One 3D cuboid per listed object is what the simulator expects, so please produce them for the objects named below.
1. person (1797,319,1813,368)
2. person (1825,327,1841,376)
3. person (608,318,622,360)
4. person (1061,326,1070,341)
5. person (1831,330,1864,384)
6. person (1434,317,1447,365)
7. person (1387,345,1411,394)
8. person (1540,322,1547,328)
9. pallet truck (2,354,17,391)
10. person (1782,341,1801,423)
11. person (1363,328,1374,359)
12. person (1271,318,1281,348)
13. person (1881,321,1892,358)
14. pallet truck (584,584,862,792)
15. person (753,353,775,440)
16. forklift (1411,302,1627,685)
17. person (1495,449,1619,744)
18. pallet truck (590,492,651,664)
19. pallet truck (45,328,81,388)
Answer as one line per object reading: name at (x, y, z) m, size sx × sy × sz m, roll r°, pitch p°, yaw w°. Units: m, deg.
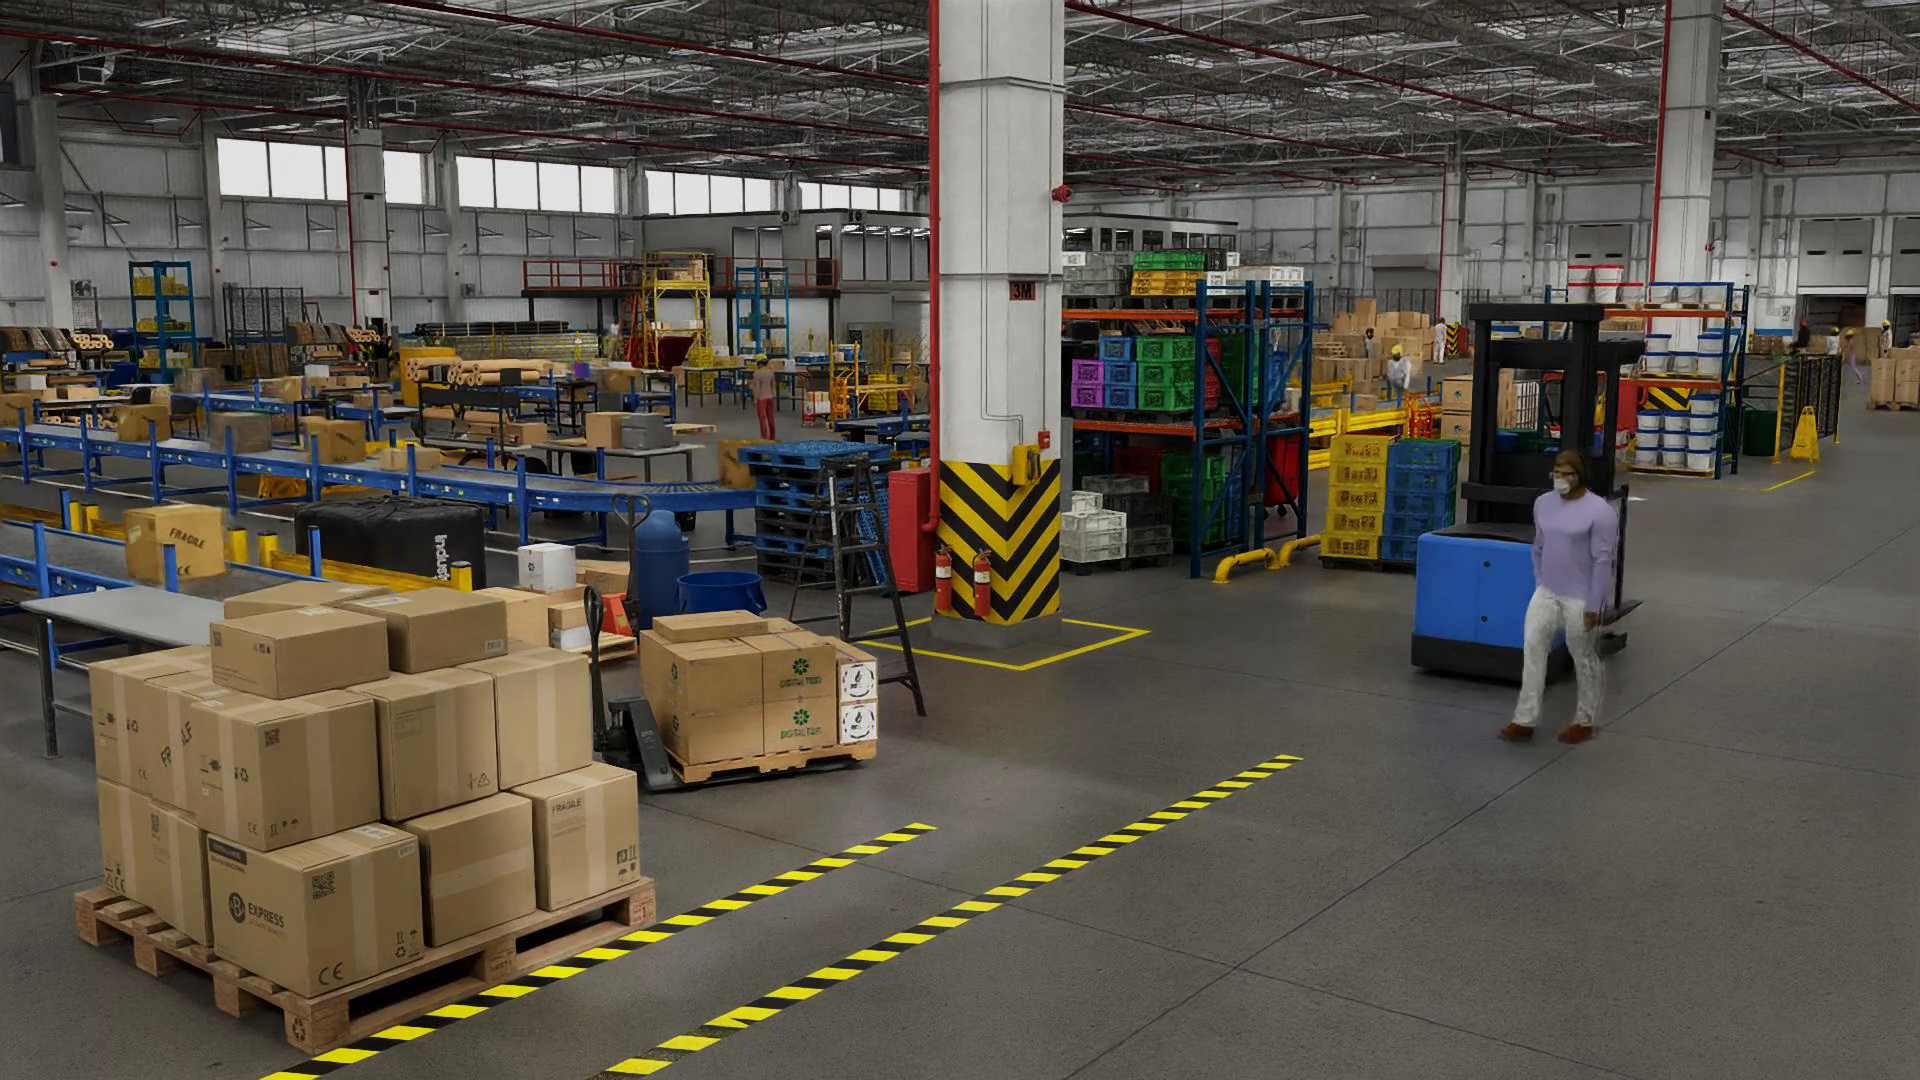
person at (30.692, -7.048, 60.463) m, size 0.637 × 1.978 × 0.620 m, roll 0°, pitch 8°, yaw -2°
person at (30.406, -6.532, 57.784) m, size 0.513 × 1.716 × 0.685 m, roll -2°, pitch 9°, yaw -16°
person at (-14.904, -8.668, 71.795) m, size 0.644 × 1.847 × 0.444 m, roll -1°, pitch 9°, yaw -10°
person at (2.834, -5.065, 47.067) m, size 0.630 × 1.986 × 1.069 m, roll -5°, pitch 10°, yaw -31°
person at (28.622, -5.886, 53.488) m, size 0.943 × 1.717 × 0.537 m, roll 3°, pitch 9°, yaw 20°
person at (19.535, -8.085, 67.615) m, size 0.379 × 1.931 × 0.625 m, roll -5°, pitch 10°, yaw -29°
person at (9.567, -3.362, 36.290) m, size 0.584 × 1.790 × 0.972 m, roll 6°, pitch 11°, yaw 37°
person at (26.278, -9.148, 74.749) m, size 0.645 × 1.924 × 0.686 m, roll -1°, pitch 8°, yaw -5°
pallet truck at (-24.881, -4.417, 42.634) m, size 1.885 × 1.965 × 0.823 m, roll 8°, pitch 11°, yaw 41°
person at (18.208, -3.411, 36.367) m, size 0.511 × 1.856 × 0.418 m, roll -6°, pitch 10°, yaw -36°
person at (12.002, -5.277, 48.876) m, size 0.333 × 1.868 × 0.515 m, roll 3°, pitch 9°, yaw 17°
person at (13.859, -8.832, 72.915) m, size 0.429 × 1.847 × 0.627 m, roll 2°, pitch 9°, yaw 14°
person at (33.095, -6.873, 59.467) m, size 0.382 × 1.917 × 0.585 m, roll 4°, pitch 9°, yaw 24°
pallet truck at (-1.426, 0.805, 10.019) m, size 1.601 × 1.201 × 0.680 m, roll -4°, pitch 9°, yaw -26°
person at (-3.734, -2.658, 31.564) m, size 0.329 × 1.765 × 0.526 m, roll 7°, pitch 11°, yaw 38°
forklift at (4.379, -0.438, 12.852) m, size 1.129 × 2.768 × 1.873 m, roll 7°, pitch 11°, yaw 37°
person at (3.777, 0.384, 10.543) m, size 0.877 × 1.908 × 0.651 m, roll -5°, pitch 10°, yaw -31°
pallet truck at (-3.115, 0.344, 12.883) m, size 0.653 × 1.274 × 1.630 m, roll 7°, pitch 11°, yaw 37°
pallet truck at (-23.775, -4.544, 43.495) m, size 1.885 × 1.965 × 0.823 m, roll 6°, pitch 10°, yaw 35°
